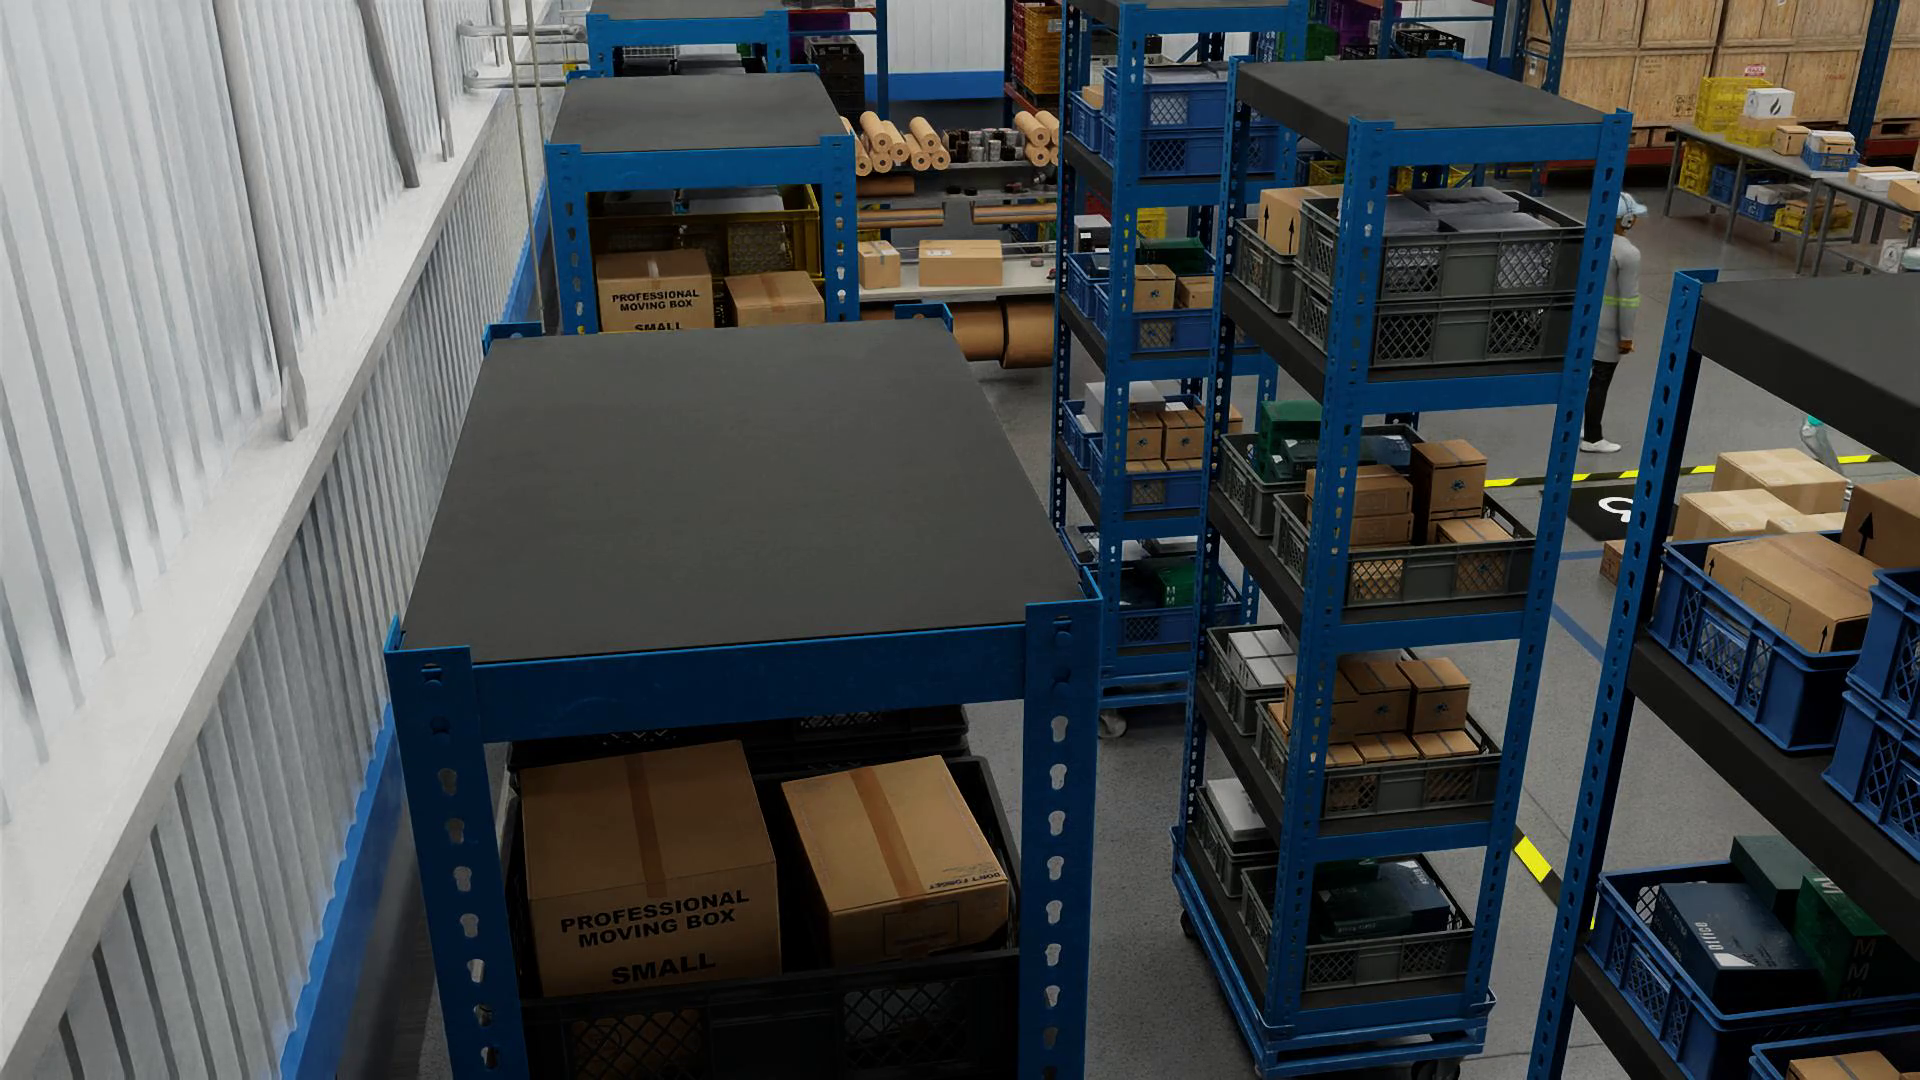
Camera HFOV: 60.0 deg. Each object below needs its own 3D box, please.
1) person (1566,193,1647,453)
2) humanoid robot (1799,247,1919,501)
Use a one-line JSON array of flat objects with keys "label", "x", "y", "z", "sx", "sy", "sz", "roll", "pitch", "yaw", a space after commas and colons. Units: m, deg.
[{"label": "person", "x": 4.542, "y": -1.528, "z": 11.725, "sx": 0.365, "sy": 1.852, "sz": 0.589, "roll": -9, "pitch": 26, "yaw": -18}, {"label": "humanoid robot", "x": 5.799, "y": -1.097, "z": 10.764, "sx": 0.735, "sy": 1.677, "sz": 0.533, "roll": 15, "pitch": 28, "yaw": 29}]
